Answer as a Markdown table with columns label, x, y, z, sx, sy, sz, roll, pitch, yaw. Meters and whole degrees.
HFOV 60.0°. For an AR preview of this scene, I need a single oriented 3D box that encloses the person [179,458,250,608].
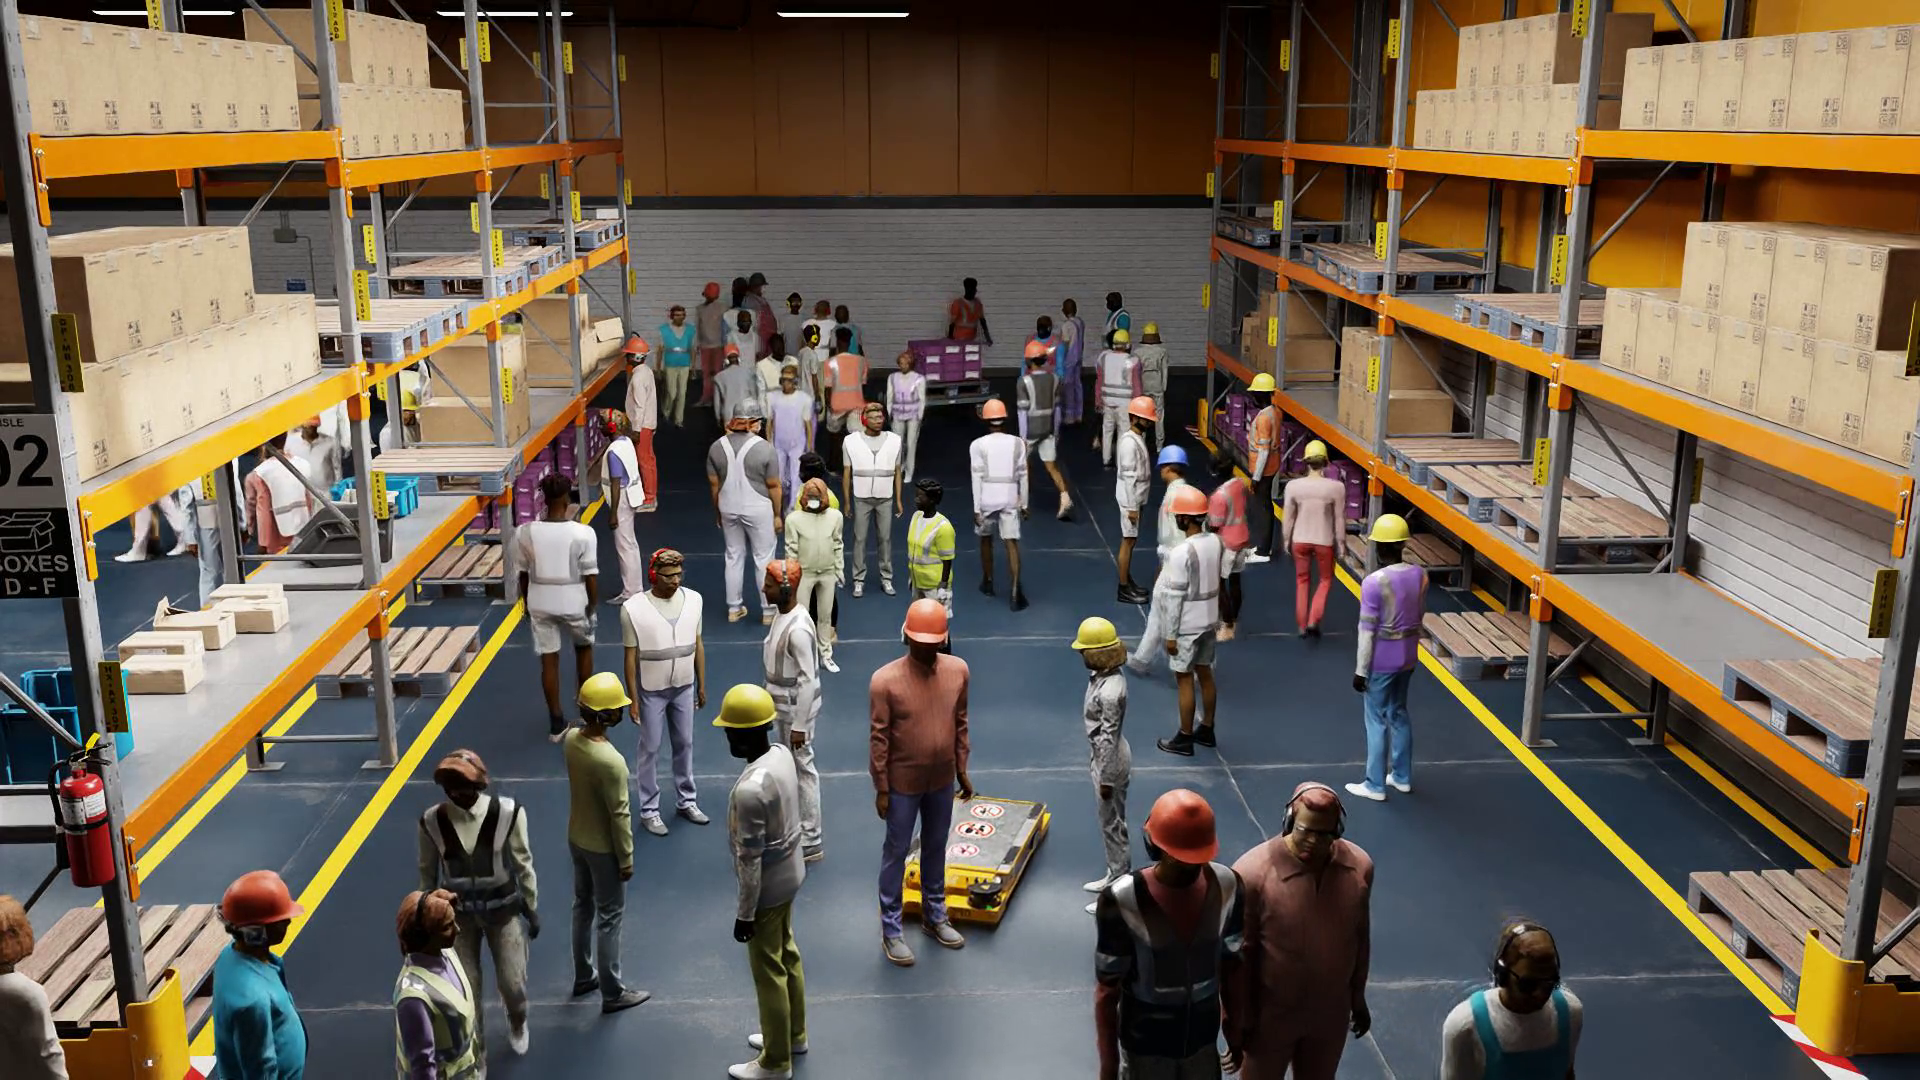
| label | x | y | z | sx | sy | sz | roll | pitch | yaw |
| --- | --- | --- | --- | --- | --- | --- | --- | --- | --- |
| person | -6.431 | -0.091 | 14.352 | 0.410 | 1.908 | 0.598 | 8 | 16 | 28 |

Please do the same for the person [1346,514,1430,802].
| label | x | y | z | sx | sy | sz | roll | pitch | yaw |
| --- | --- | --- | --- | --- | --- | --- | --- | --- | --- |
| person | 2.806 | 0.773 | 10.942 | 0.584 | 1.917 | 0.405 | -11 | 18 | -36 |

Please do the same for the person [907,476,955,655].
| label | x | y | z | sx | sy | sz | roll | pitch | yaw |
| --- | --- | --- | --- | --- | --- | --- | --- | --- | --- |
| person | -0.242 | 0.333 | 13.099 | 0.319 | 1.696 | 0.532 | -10 | 17 | -34 |

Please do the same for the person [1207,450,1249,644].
| label | x | y | z | sx | sy | sz | roll | pitch | yaw |
| --- | --- | --- | --- | --- | --- | --- | --- | --- | --- |
| person | 2.296 | 0.039 | 14.312 | 0.316 | 1.672 | 0.625 | 10 | 17 | 33 |

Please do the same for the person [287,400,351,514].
| label | x | y | z | sx | sy | sz | roll | pitch | yaw |
| --- | --- | --- | --- | --- | --- | --- | --- | --- | --- |
| person | -6.960 | -1.027 | 18.062 | 0.664 | 1.889 | 0.484 | -8 | 16 | -29 |

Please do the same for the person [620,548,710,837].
| label | x | y | z | sx | sy | sz | roll | pitch | yaw |
| --- | --- | --- | --- | --- | --- | --- | --- | --- | --- |
| person | -1.853 | 0.936 | 10.460 | 0.560 | 1.836 | 0.394 | -11 | 18 | -38 |

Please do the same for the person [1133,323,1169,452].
| label | x | y | z | sx | sy | sz | roll | pitch | yaw |
| --- | --- | --- | --- | --- | --- | --- | --- | --- | --- |
| person | 2.550 | -2.045 | 22.348 | 0.485 | 1.738 | 0.314 | 0 | 14 | 0 |

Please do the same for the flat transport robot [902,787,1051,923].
| label | x | y | z | sx | sy | sz | roll | pitch | yaw |
| --- | --- | --- | --- | --- | --- | --- | --- | --- | --- |
| flat transport robot | 0.079 | 1.854 | 9.968 | 0.652 | 0.197 | 1.431 | 4 | 15 | 15 |

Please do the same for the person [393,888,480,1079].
| label | x | y | z | sx | sy | sz | roll | pitch | yaw |
| --- | --- | --- | --- | --- | --- | --- | --- | --- | --- |
| person | -1.976 | 2.089 | 6.319 | 0.306 | 1.640 | 0.522 | -2 | 14 | -7 |

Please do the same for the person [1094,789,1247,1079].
| label | x | y | z | sx | sy | sz | roll | pitch | yaw |
| --- | --- | --- | --- | --- | --- | --- | --- | --- | --- |
| person | 0.809 | 1.890 | 6.326 | 0.611 | 2.032 | 0.411 | -5 | 15 | -17 |

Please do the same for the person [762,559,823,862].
| label | x | y | z | sx | sy | sz | roll | pitch | yaw |
| --- | --- | --- | --- | --- | --- | --- | --- | --- | --- |
| person | -1.010 | 1.023 | 10.016 | 0.346 | 1.882 | 0.578 | -4 | 15 | -15 |

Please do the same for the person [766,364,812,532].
| label | x | y | z | sx | sy | sz | roll | pitch | yaw |
| --- | --- | --- | --- | --- | --- | --- | --- | --- | --- |
| person | -1.858 | -1.012 | 18.101 | 0.529 | 1.835 | 0.504 | 2 | 14 | 8 |

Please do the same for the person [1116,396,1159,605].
| label | x | y | z | sx | sy | sz | roll | pitch | yaw |
| --- | --- | --- | --- | --- | --- | --- | --- | --- | --- |
| person | 1.634 | -0.375 | 15.418 | 0.374 | 1.928 | 0.543 | 2 | 14 | 9 |

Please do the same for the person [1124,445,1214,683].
| label | x | y | z | sx | sy | sz | roll | pitch | yaw |
| --- | --- | --- | --- | --- | --- | --- | --- | --- | --- |
| person | 1.681 | 0.202 | 13.251 | 0.828 | 1.881 | 0.666 | 7 | 16 | 26 |

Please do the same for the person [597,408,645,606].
| label | x | y | z | sx | sy | sz | roll | pitch | yaw |
| --- | --- | --- | --- | --- | --- | --- | --- | --- | --- |
| person | -3.106 | -0.309 | 15.354 | 0.387 | 1.837 | 0.560 | -1 | 14 | -3 |

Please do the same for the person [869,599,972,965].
| label | x | y | z | sx | sy | sz | roll | pitch | yaw |
| --- | --- | --- | --- | --- | --- | --- | --- | --- | --- |
| person | -0.195 | 1.262 | 8.862 | 0.613 | 1.991 | 0.392 | -9 | 17 | -31 |

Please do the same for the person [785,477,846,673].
| label | x | y | z | sx | sy | sz | roll | pitch | yaw |
| --- | --- | --- | --- | --- | --- | --- | --- | --- | --- |
| person | -1.159 | 0.292 | 13.384 | 0.501 | 1.632 | 0.288 | -7 | 16 | -24 |

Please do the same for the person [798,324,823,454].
| label | x | y | z | sx | sy | sz | roll | pitch | yaw |
| --- | --- | --- | --- | --- | --- | --- | --- | --- | --- |
| person | -1.894 | -1.813 | 21.207 | 0.329 | 1.860 | 0.512 | -7 | 16 | -24 |

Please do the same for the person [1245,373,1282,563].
| label | x | y | z | sx | sy | sz | roll | pitch | yaw |
| --- | --- | --- | --- | --- | --- | --- | --- | --- | --- |
| person | 3.046 | -0.724 | 16.788 | 0.363 | 1.928 | 0.587 | 4 | 15 | 17 |

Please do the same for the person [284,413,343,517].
| label | x | y | z | sx | sy | sz | roll | pitch | yaw |
| --- | --- | --- | --- | --- | --- | --- | --- | --- | --- |
| person | -6.352 | -0.509 | 16.331 | 0.573 | 1.730 | 0.615 | -6 | 16 | -24 |

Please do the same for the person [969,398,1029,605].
| label | x | y | z | sx | sy | sz | roll | pitch | yaw |
| --- | --- | --- | --- | --- | --- | --- | --- | --- | --- |
| person | 0.389 | -0.336 | 15.369 | 0.562 | 1.896 | 0.818 | -3 | 15 | -12 |

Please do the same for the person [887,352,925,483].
| label | x | y | z | sx | sy | sz | roll | pitch | yaw |
| --- | --- | --- | --- | --- | --- | --- | --- | --- | --- |
| person | -0.657 | -1.516 | 20.507 | 0.515 | 1.624 | 0.405 | 4 | 15 | 16 |

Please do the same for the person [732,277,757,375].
| label | x | y | z | sx | sy | sz | roll | pitch | yaw |
| --- | --- | --- | --- | --- | --- | --- | --- | --- | --- |
| person | -3.467 | -3.249 | 26.701 | 0.374 | 1.933 | 0.625 | 4 | 15 | 15 |

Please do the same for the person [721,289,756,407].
| label | x | y | z | sx | sy | sz | roll | pitch | yaw |
| --- | --- | --- | --- | --- | --- | --- | --- | --- | --- |
| person | -3.417 | -2.872 | 25.317 | 0.594 | 1.876 | 0.871 | -9 | 17 | -31 |

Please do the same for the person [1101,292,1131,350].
| label | x | y | z | sx | sy | sz | roll | pitch | yaw |
| --- | --- | --- | --- | --- | --- | --- | --- | --- | --- |
| person | 2.369 | -2.873 | 25.426 | 0.429 | 1.830 | 0.635 | -4 | 15 | -14 |

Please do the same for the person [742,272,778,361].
| label | x | y | z | sx | sy | sz | roll | pitch | yaw |
| --- | --- | --- | --- | --- | --- | --- | --- | --- | --- |
| person | -3.255 | -3.274 | 26.572 | 0.708 | 2.000 | 0.696 | 3 | 15 | 10 |

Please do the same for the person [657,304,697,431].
| label | x | y | z | sx | sy | sz | roll | pitch | yaw |
| --- | --- | --- | --- | --- | --- | --- | --- | --- | --- |
| person | -4.060 | -2.475 | 23.859 | 0.596 | 1.820 | 0.442 | -8 | 17 | -30 |

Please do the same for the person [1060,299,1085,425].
| label | x | y | z | sx | sy | sz | roll | pitch | yaw |
| --- | --- | --- | --- | --- | --- | --- | --- | --- | --- |
| person | 1.624 | -2.608 | 24.361 | 0.338 | 1.836 | 0.517 | 11 | 18 | 37 |

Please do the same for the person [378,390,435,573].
| label | x | y | z | sx | sy | sz | roll | pitch | yaw |
| --- | --- | --- | --- | --- | --- | --- | --- | --- | --- |
| person | -5.443 | -0.577 | 16.422 | 0.403 | 1.823 | 0.597 | 4 | 15 | 16 |

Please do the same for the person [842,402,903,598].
| label | x | y | z | sx | sy | sz | roll | pitch | yaw |
| --- | --- | --- | --- | --- | --- | --- | --- | --- | --- |
| person | -0.820 | -0.383 | 15.606 | 0.570 | 1.847 | 0.383 | -3 | 15 | -12 |

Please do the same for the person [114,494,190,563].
| label | x | y | z | sx | sy | sz | roll | pitch | yaw |
| --- | --- | --- | --- | --- | --- | --- | --- | --- | --- |
| person | -8.291 | -0.704 | 16.835 | 0.593 | 1.856 | 0.902 | 13 | 19 | 41 |
